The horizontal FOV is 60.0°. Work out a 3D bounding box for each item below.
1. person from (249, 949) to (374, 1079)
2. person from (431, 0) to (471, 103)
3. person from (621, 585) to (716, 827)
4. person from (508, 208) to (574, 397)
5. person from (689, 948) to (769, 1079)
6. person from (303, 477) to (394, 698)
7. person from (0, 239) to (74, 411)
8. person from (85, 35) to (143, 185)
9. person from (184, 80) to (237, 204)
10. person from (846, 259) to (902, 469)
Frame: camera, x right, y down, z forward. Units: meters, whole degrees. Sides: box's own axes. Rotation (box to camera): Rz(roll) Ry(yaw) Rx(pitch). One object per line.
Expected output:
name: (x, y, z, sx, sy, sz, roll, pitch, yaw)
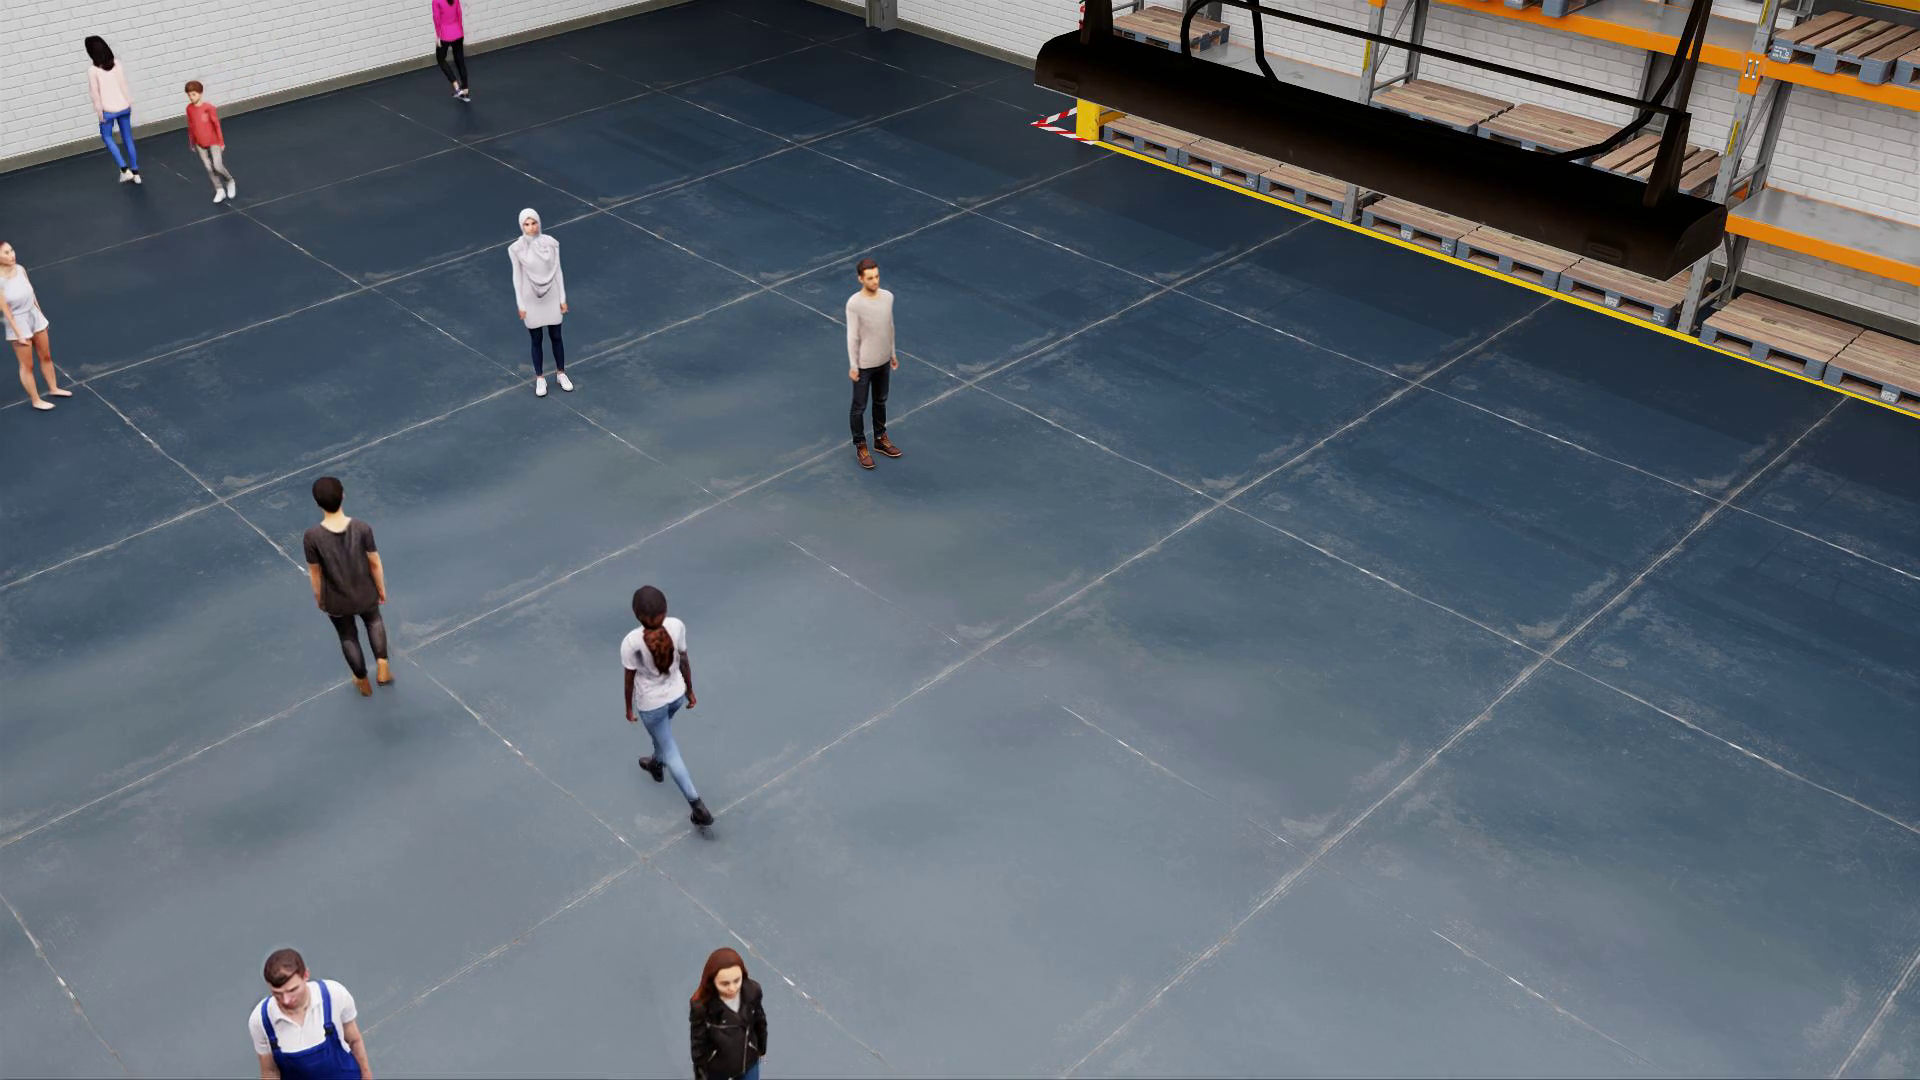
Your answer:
person: (-3.047, 2.607, 7.966, 0.706, 1.849, 0.689, -14, 36, -20)
person: (-6.691, -6.625, 22.001, 0.580, 1.687, 0.585, 27, 42, 35)
person: (-1.831, 1.066, 10.436, 0.618, 1.681, 1.135, -26, 42, -34)
person: (-3.842, -2.193, 15.253, 0.678, 1.776, 0.650, -14, 36, -19)
person: (-1.191, 2.566, 8.370, 0.752, 1.469, 0.948, -15, 37, -22)
person: (-4.198, 0.378, 11.453, 0.706, 1.700, 0.700, -16, 37, -22)
person: (-8.494, -1.972, 15.070, 0.687, 1.610, 0.654, 8, 34, 12)
person: (-9.878, -5.023, 19.527, 0.588, 1.758, 0.664, 25, 41, 33)
person: (-8.685, -4.634, 19.257, 0.632, 1.408, 0.698, 3, 34, 5)
person: (-0.759, -1.533, 14.177, 0.659, 1.868, 0.584, -25, 41, -33)
